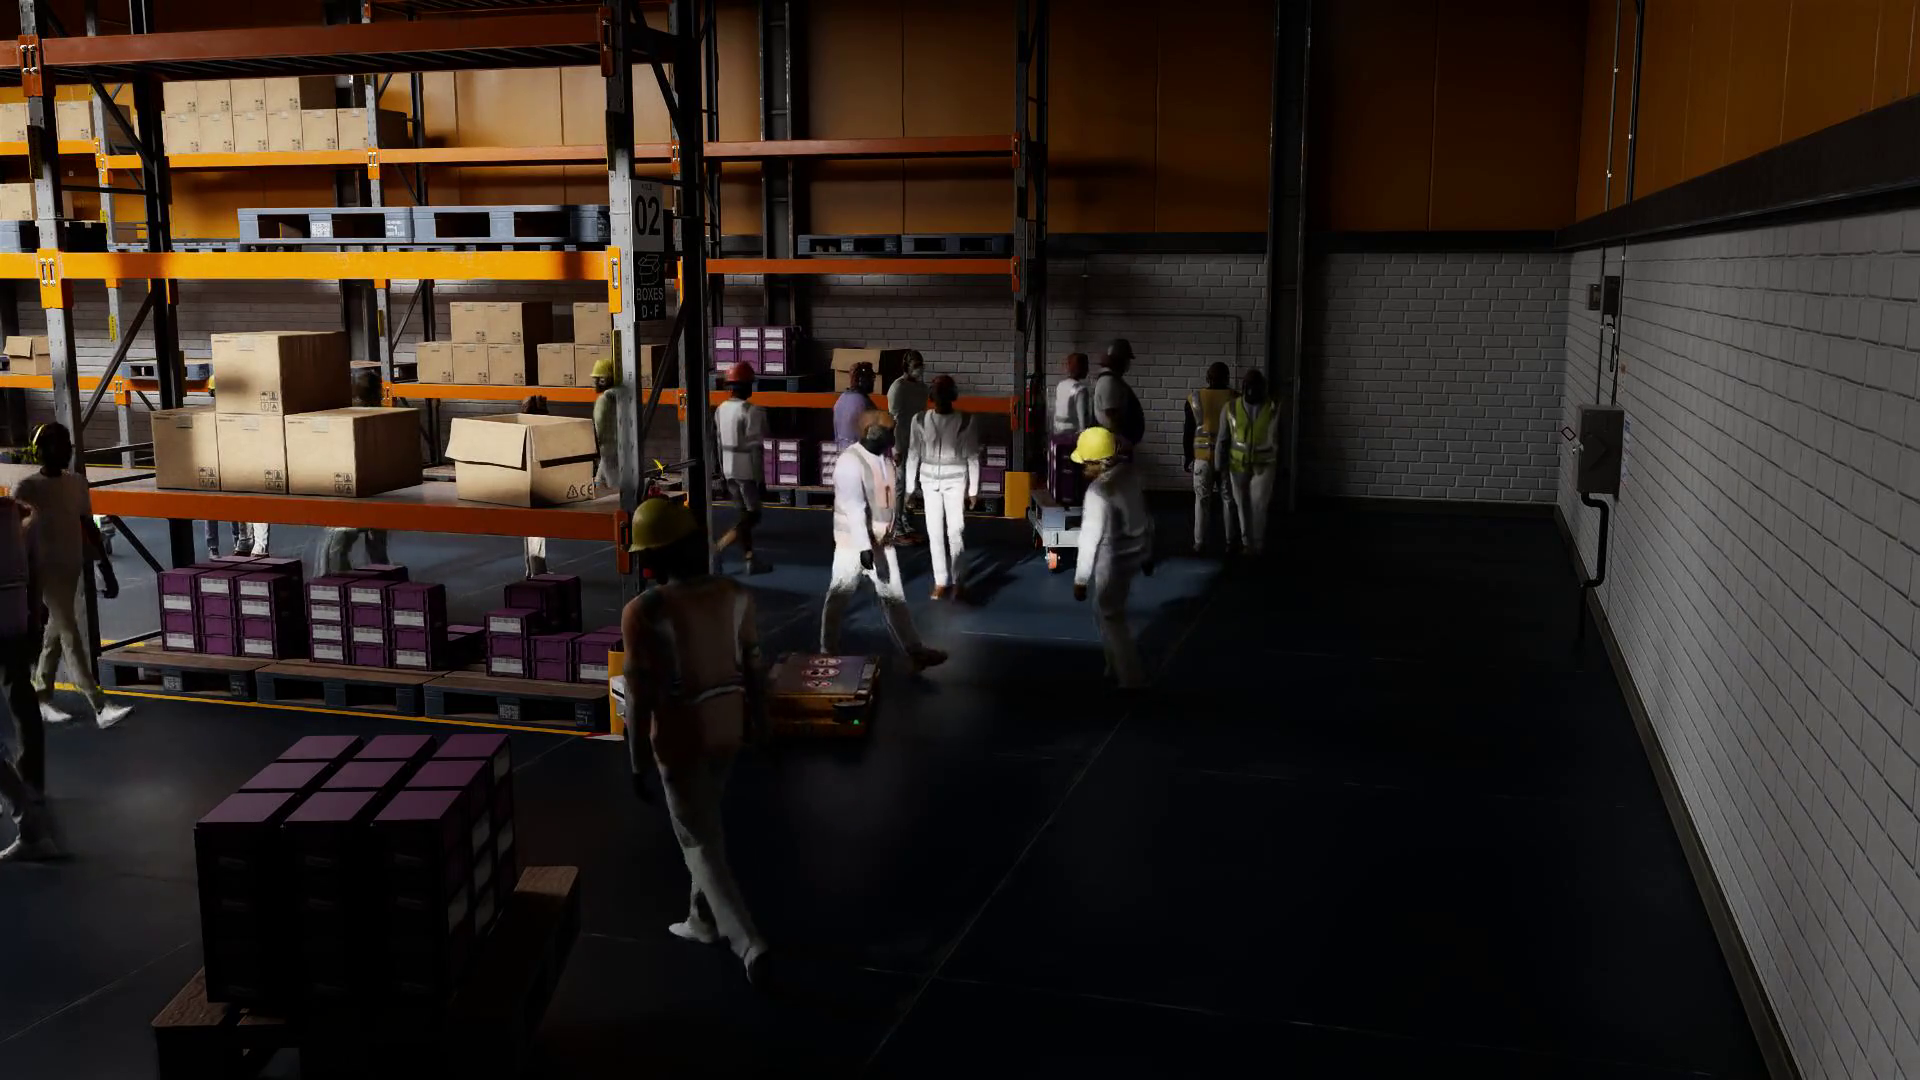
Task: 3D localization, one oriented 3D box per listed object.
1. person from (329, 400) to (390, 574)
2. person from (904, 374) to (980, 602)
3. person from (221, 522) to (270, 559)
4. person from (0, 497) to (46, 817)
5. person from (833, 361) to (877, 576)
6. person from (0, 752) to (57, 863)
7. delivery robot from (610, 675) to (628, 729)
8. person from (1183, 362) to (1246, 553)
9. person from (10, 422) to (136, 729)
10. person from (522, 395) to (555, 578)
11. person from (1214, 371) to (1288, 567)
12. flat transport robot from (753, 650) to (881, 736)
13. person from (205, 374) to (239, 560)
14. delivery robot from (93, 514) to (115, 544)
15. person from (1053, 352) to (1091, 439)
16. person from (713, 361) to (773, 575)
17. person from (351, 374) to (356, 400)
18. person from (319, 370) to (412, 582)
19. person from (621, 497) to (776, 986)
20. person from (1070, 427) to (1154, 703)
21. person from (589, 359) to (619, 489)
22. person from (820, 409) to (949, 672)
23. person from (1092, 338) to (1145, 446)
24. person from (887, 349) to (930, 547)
[{"bbox_3d":[-4.743,-0.229,12.931,0.675,1.718,0.483,1,9,6],"label":"person"},{"bbox_3d":[-0.164,-0.413,13.609,0.588,1.869,0.535,2,10,14],"label":"person"},{"bbox_3d":[-6.600,-0.727,15.304,0.631,1.940,0.372,8,12,40],"label":"person"},{"bbox_3d":[-4.866,0.428,8.300,0.365,1.927,0.588,5,11,27],"label":"person"},{"bbox_3d":[-0.878,-0.642,14.885,0.399,1.910,0.643,-5,11,-28],"label":"person"},{"bbox_3d":[-4.652,0.625,7.502,0.980,1.805,0.480,0,9,-2],"label":"person"},{"bbox_3d":[-1.631,0.863,9.535,0.707,0.478,0.477,-6,11,-33],"label":"delivery robot"},{"bbox_3d":[2.464,-0.792,15.997,0.634,1.842,0.429,1,9,7],"label":"person"},{"bbox_3d":[-5.250,0.221,9.858,0.933,1.825,0.557,3,10,18],"label":"person"},{"bbox_3d":[-3.686,-0.446,14.504,0.306,1.640,0.523,-4,10,-22],"label":"person"},{"bbox_3d":[2.689,-0.670,15.421,0.651,1.788,0.980,3,10,16],"label":"person"},{"bbox_3d":[-0.861,0.929,10.282,0.652,0.197,1.431,0,9,1],"label":"flat transport robot"},{"bbox_3d":[-6.918,-0.697,15.642,0.306,1.771,0.522,9,13,44],"label":"person"},{"bbox_3d":[-8.355,-0.144,15.674,0.707,0.478,0.477,1,9,6],"label":"delivery robot"},{"bbox_3d":[1.109,-1.031,17.412,0.713,1.869,0.648,-5,11,-28],"label":"person"},{"bbox_3d":[-1.955,-0.602,14.593,0.733,1.919,0.561,-9,13,-44],"label":"person"},{"bbox_3d":[-7.232,-1.328,19.149,0.697,1.864,1.038,-1,9,-5],"label":"person"},{"bbox_3d":[-5.008,-0.463,13.888,0.888,1.873,0.639,-6,11,-32],"label":"person"},{"bbox_3d":[-0.958,0.774,6.394,0.645,1.892,0.836,-9,13,-42],"label":"person"},{"bbox_3d":[0.929,0.157,10.425,0.526,1.769,0.666,4,10,24],"label":"person"},{"bbox_3d":[-3.637,-0.924,16.880,0.641,1.810,0.627,1,9,9],"label":"person"},{"bbox_3d":[-0.556,0.026,11.159,0.989,1.784,0.650,6,11,31],"label":"person"},{"bbox_3d":[1.609,-1.040,16.902,0.536,2.000,0.693,1,9,7],"label":"person"},{"bbox_3d":[-0.497,-0.913,16.450,0.371,1.936,0.629,4,10,25],"label":"person"}]
